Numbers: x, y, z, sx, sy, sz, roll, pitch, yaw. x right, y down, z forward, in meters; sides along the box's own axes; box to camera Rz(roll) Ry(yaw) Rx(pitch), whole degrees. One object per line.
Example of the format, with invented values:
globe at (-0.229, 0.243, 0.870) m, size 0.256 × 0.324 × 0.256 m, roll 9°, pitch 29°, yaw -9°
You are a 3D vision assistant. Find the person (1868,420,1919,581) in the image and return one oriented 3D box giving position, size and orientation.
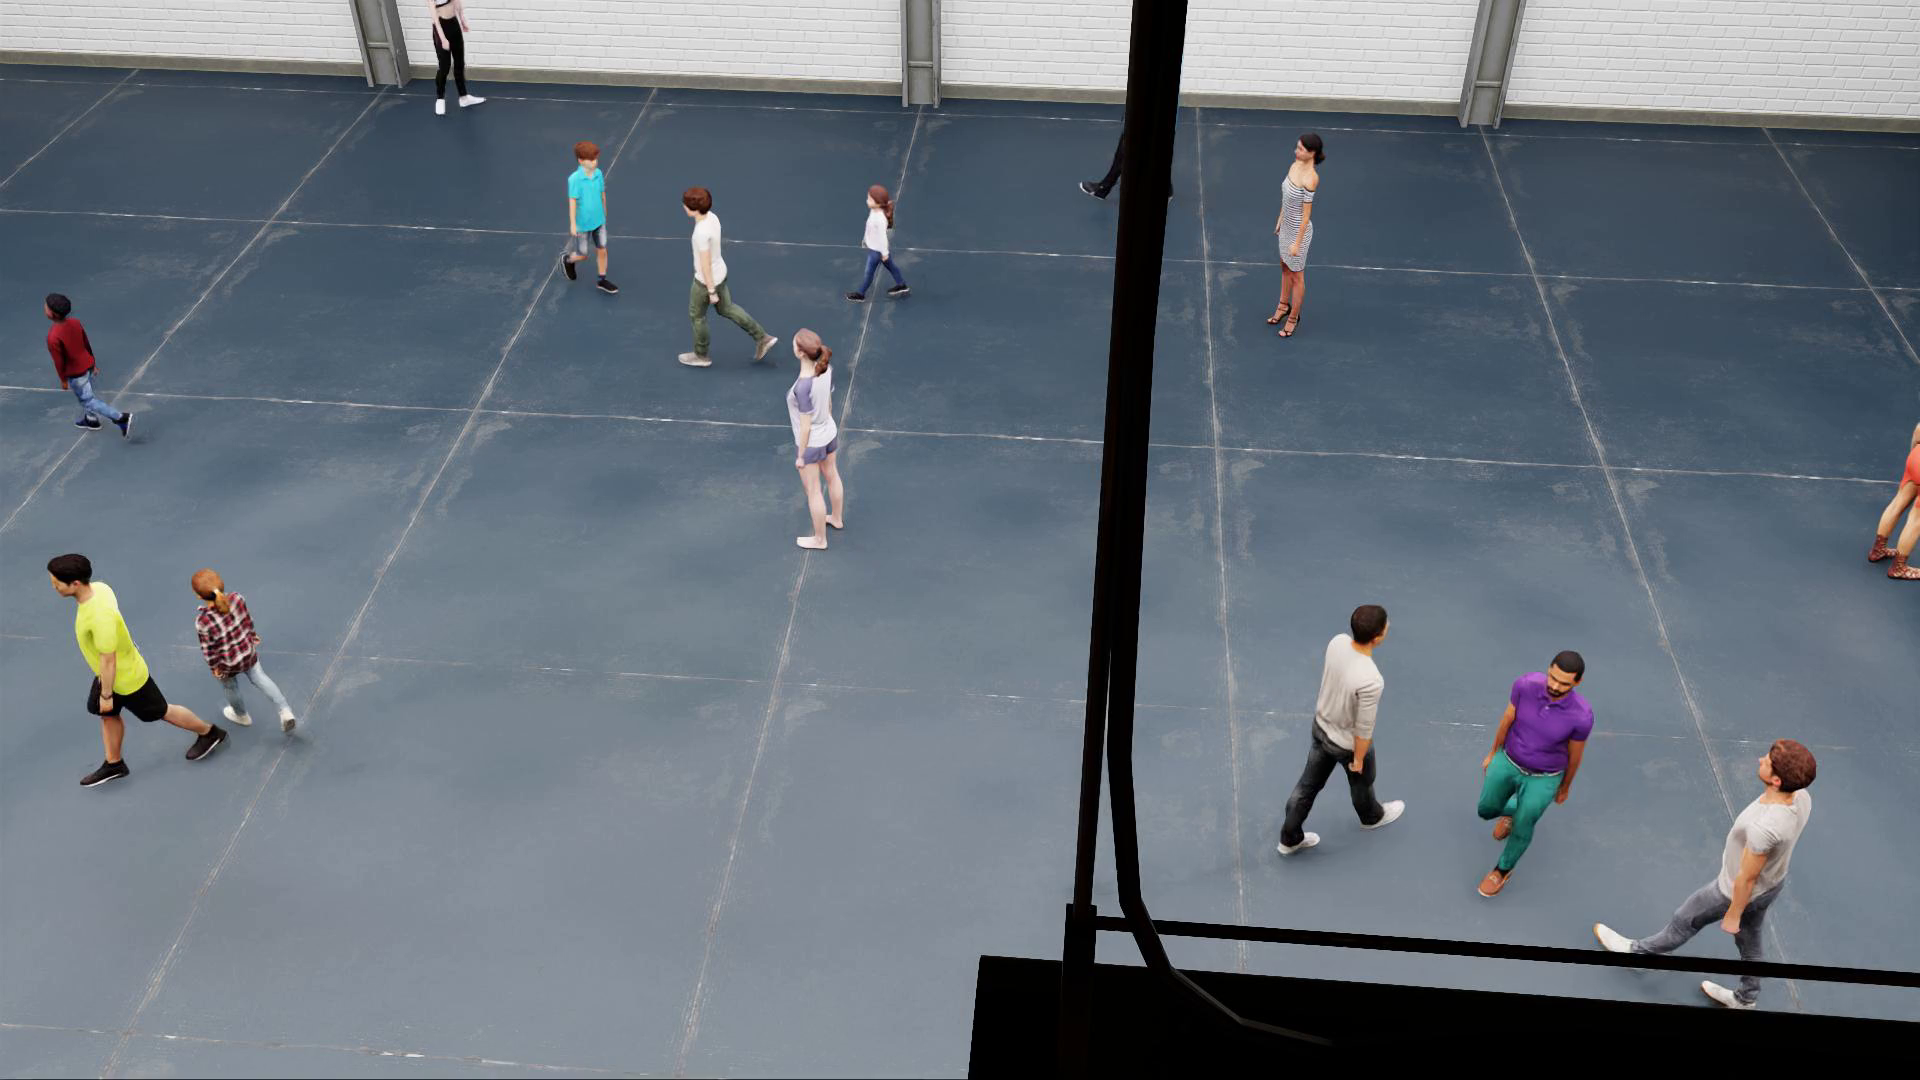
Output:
person at (6.676, -0.488, 11.453) m, size 0.613 × 1.718 × 0.635 m, roll -7°, pitch 39°, yaw -8°

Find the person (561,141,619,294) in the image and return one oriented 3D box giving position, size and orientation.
person at (-3.316, -2.846, 14.636) m, size 0.787 × 1.431 × 0.870 m, roll -29°, pitch 47°, yaw -31°

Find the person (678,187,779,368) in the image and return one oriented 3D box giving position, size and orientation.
person at (-1.950, -2.122, 13.570) m, size 1.075 × 1.630 × 0.593 m, roll 6°, pitch 39°, yaw 7°

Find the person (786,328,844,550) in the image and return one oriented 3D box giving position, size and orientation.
person at (-1.012, -0.713, 11.696) m, size 0.682 × 1.767 × 0.669 m, roll 19°, pitch 42°, yaw 22°

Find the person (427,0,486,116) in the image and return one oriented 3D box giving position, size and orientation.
person at (-5.412, -5.413, 17.601) m, size 0.704 × 1.742 × 0.808 m, roll 3°, pitch 39°, yaw 3°

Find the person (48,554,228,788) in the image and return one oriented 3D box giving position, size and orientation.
person at (-4.932, 0.753, 9.938) m, size 1.134 × 1.670 × 1.071 m, roll -27°, pitch 46°, yaw -30°

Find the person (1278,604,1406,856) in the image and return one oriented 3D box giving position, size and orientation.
person at (2.074, 1.116, 9.392) m, size 1.169 × 1.784 × 0.984 m, roll -17°, pitch 41°, yaw -20°

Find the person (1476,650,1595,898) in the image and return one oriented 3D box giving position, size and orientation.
person at (3.215, 1.229, 9.272) m, size 0.930 × 1.758 × 0.971 m, roll 31°, pitch 48°, yaw 33°

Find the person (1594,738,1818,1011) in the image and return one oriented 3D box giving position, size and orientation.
person at (4.080, 1.803, 8.472) m, size 1.108 × 1.860 × 1.188 m, roll -31°, pitch 48°, yaw -33°

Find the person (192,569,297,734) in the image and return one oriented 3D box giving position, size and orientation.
person at (-4.465, 0.707, 10.298) m, size 0.915 × 1.292 × 0.770 m, roll 22°, pitch 44°, yaw 26°

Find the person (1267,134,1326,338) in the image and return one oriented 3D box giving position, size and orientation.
person at (2.827, -2.564, 13.974) m, size 0.640 × 1.816 × 0.659 m, roll -9°, pitch 39°, yaw -11°

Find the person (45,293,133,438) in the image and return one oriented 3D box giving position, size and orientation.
person at (-6.785, -1.325, 12.888) m, size 0.789 × 1.235 × 0.490 m, roll 5°, pitch 39°, yaw 6°

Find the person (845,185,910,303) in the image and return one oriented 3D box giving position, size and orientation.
person at (-0.661, -2.604, 14.611) m, size 0.847 × 1.084 × 0.583 m, roll -7°, pitch 39°, yaw -8°
